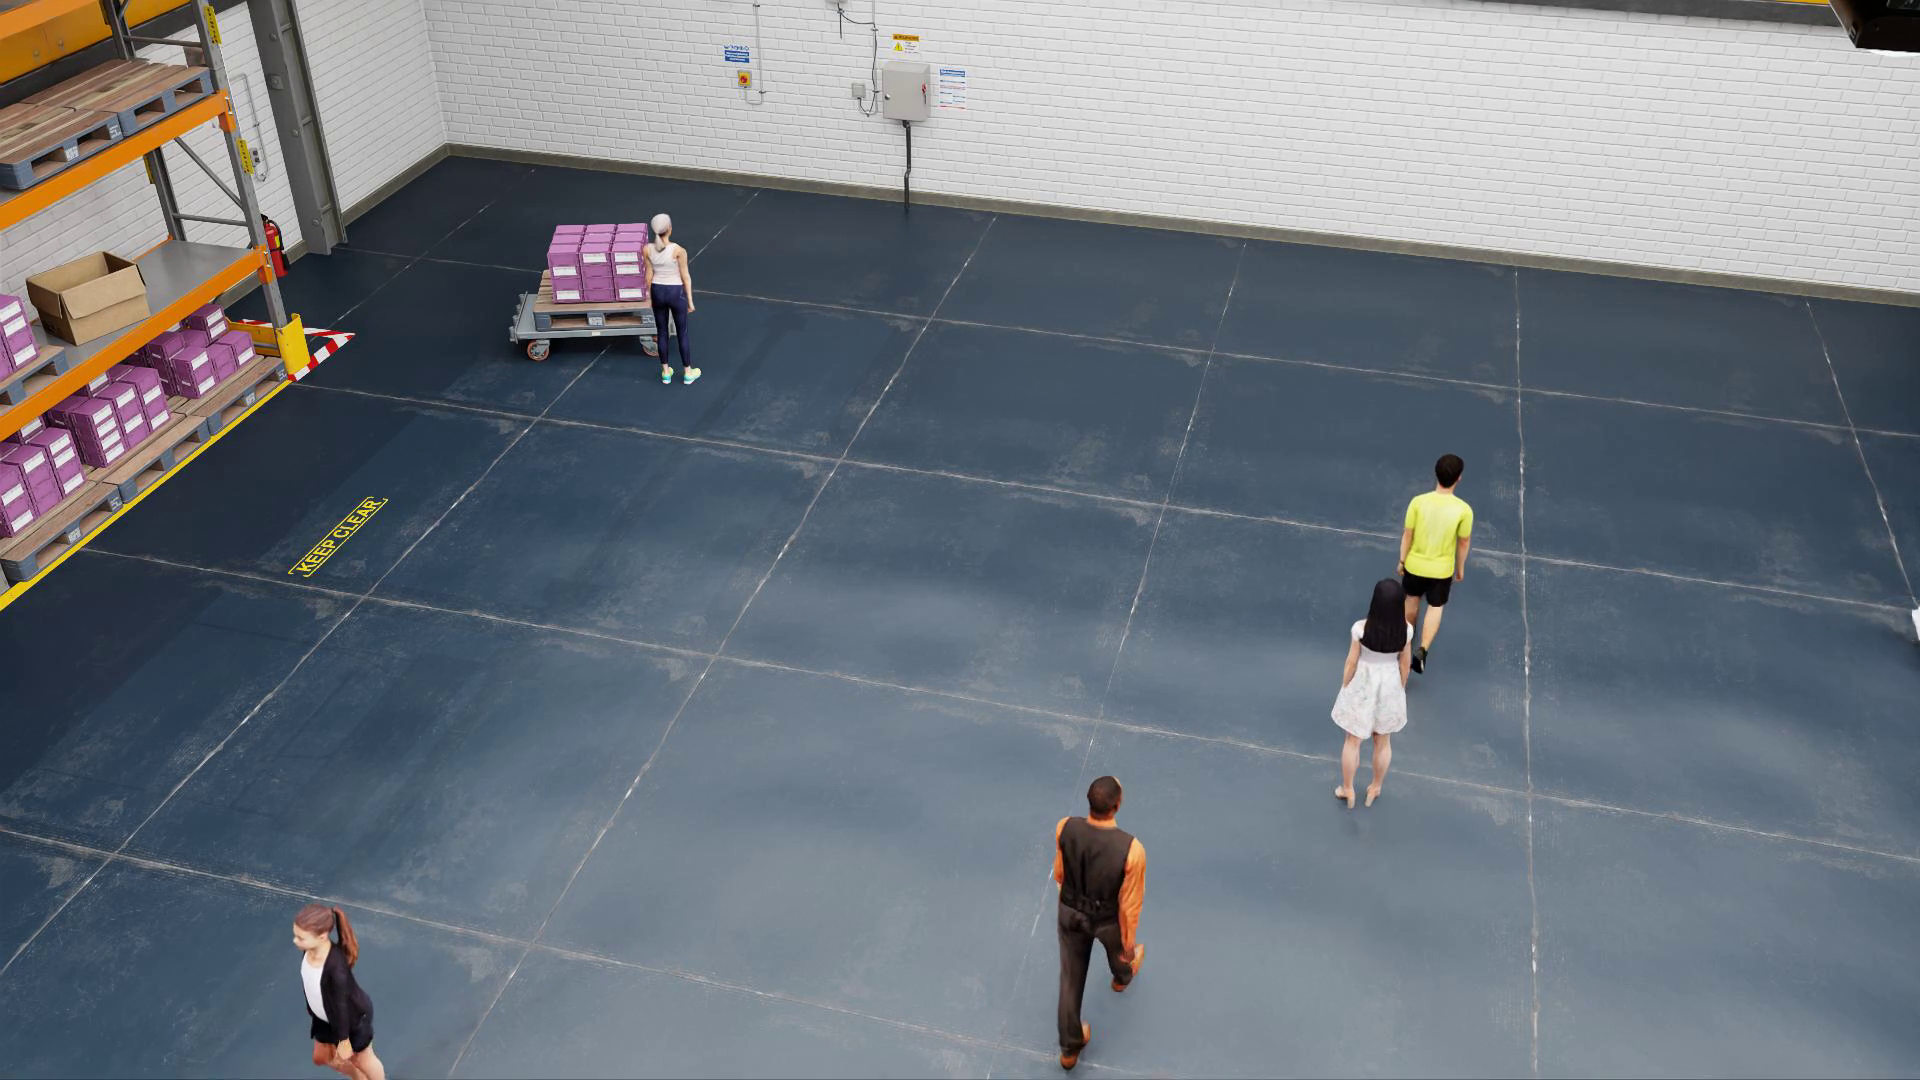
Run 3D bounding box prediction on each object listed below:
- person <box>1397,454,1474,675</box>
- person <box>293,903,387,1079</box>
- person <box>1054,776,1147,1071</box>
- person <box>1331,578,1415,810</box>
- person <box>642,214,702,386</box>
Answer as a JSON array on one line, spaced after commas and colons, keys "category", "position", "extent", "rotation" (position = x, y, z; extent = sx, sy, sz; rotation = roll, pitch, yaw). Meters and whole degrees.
[{"category": "person", "position": [3.418, 0.202, 12.132], "extent": [0.693, 1.688, 0.999], "rotation": [12, 36, 18]}, {"category": "person", "position": [-3.212, 2.473, 8.842], "extent": [0.649, 1.546, 0.688], "rotation": [26, 42, 34]}, {"category": "person", "position": [0.689, 2.128, 9.069], "extent": [0.866, 1.871, 1.216], "rotation": [15, 37, 22]}, {"category": "person", "position": [2.690, 1.006, 10.843], "extent": [0.710, 1.774, 0.711], "rotation": [1, 34, 1]}, {"category": "person", "position": [-2.778, -2.294, 15.870], "extent": [0.615, 1.707, 0.559], "rotation": [5, 34, 7]}]
